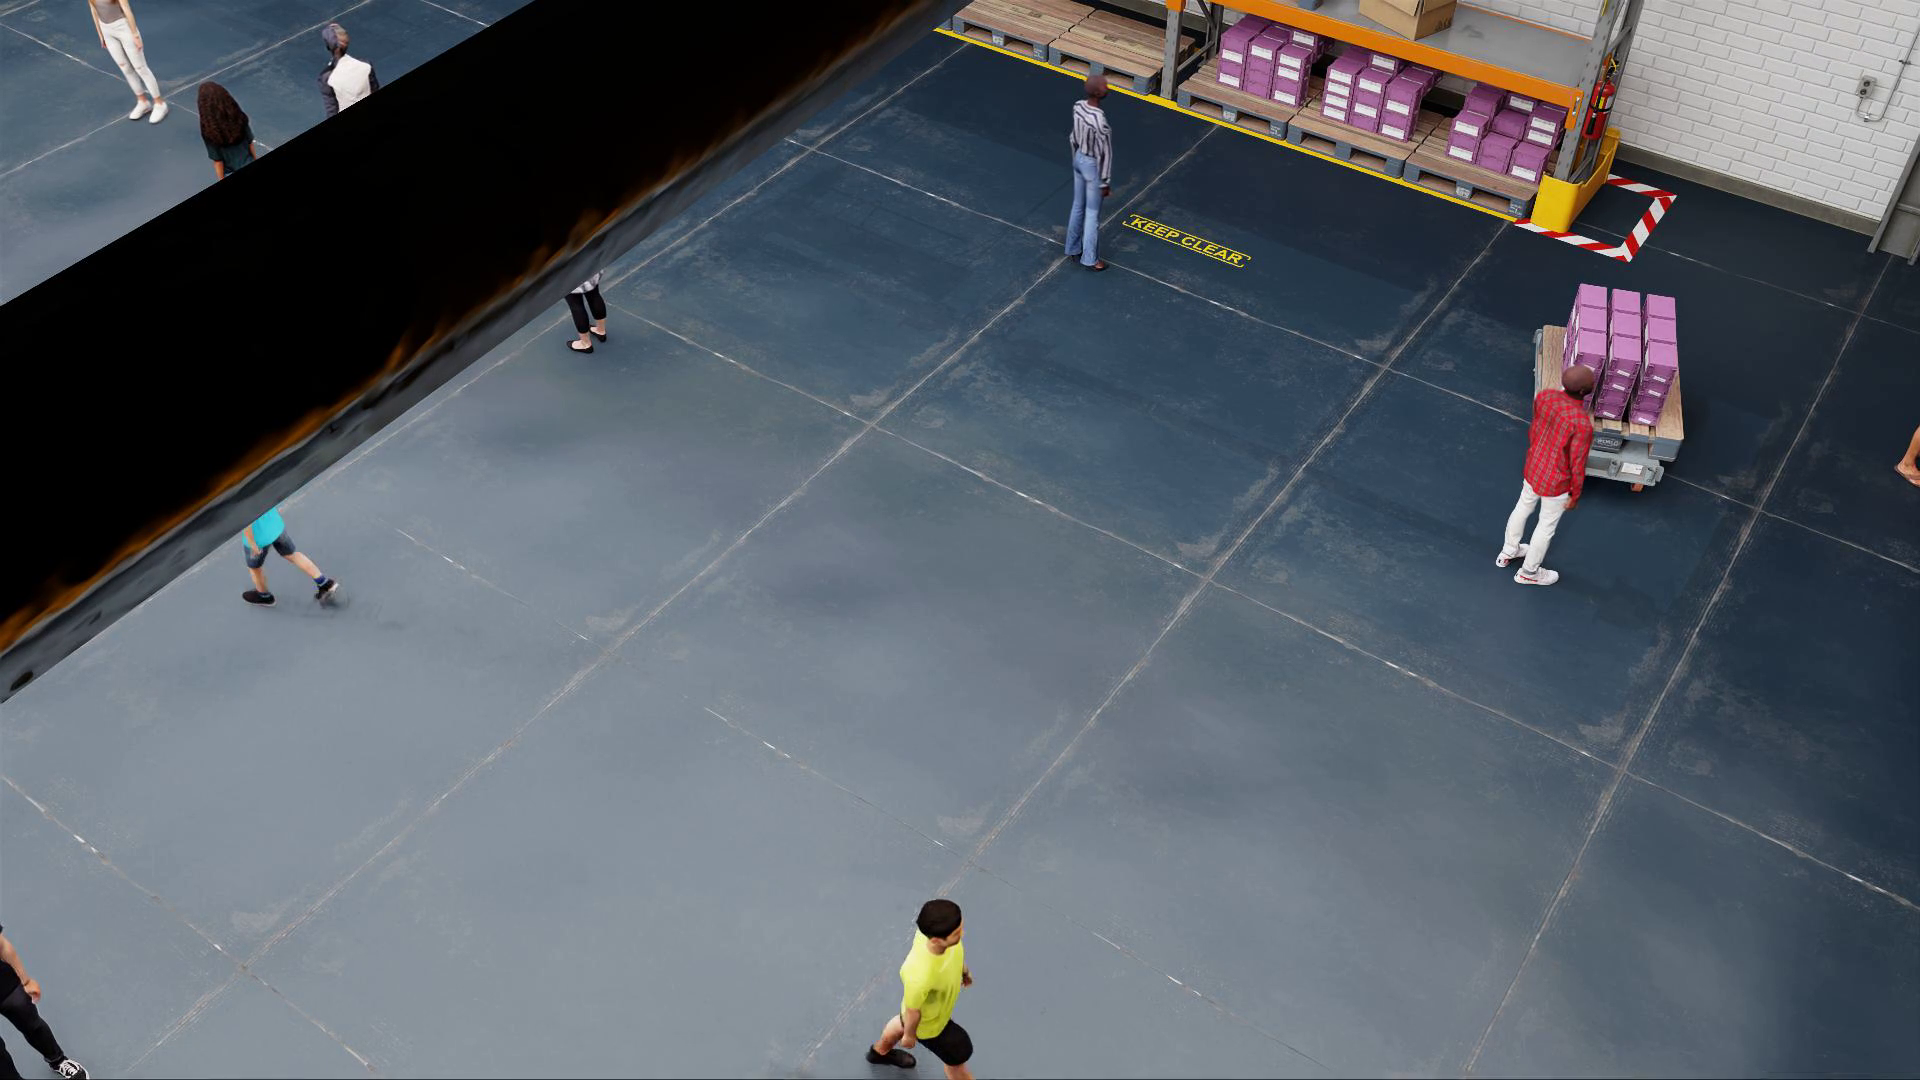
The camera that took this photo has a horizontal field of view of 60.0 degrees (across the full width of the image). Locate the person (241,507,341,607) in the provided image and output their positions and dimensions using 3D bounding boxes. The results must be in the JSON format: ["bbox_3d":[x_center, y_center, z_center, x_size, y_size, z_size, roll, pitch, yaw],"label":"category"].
[{"bbox_3d":[-4.626,-0.084,11.177,0.982,1.429,0.728,10,45,11],"label":"person"}]

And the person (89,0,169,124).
[{"bbox_3d":[-8.063,-4.869,15.990,0.577,1.718,0.717,10,44,10],"label":"person"}]

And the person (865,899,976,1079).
[{"bbox_3d":[-0.228,2.341,8.462,1.191,1.662,0.938,7,44,8],"label":"person"}]

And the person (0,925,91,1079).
[{"bbox_3d":[-4.944,2.286,8.393,0.575,1.836,0.659,32,52,29],"label":"person"}]

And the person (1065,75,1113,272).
[{"bbox_3d":[1.100,-3.108,14.087,0.758,1.793,0.622,-21,48,-21],"label":"person"}]

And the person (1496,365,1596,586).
[{"bbox_3d":[4.004,-0.455,11.282,0.816,1.820,0.705,-17,46,-17],"label":"person"}]

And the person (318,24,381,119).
[{"bbox_3d":[-5.238,-3.589,14.521,0.739,1.891,0.662,-32,52,-29],"label":"person"}]

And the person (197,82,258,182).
[{"bbox_3d":[-6.199,-3.180,14.290,0.601,1.616,0.609,30,51,28],"label":"person"}]
